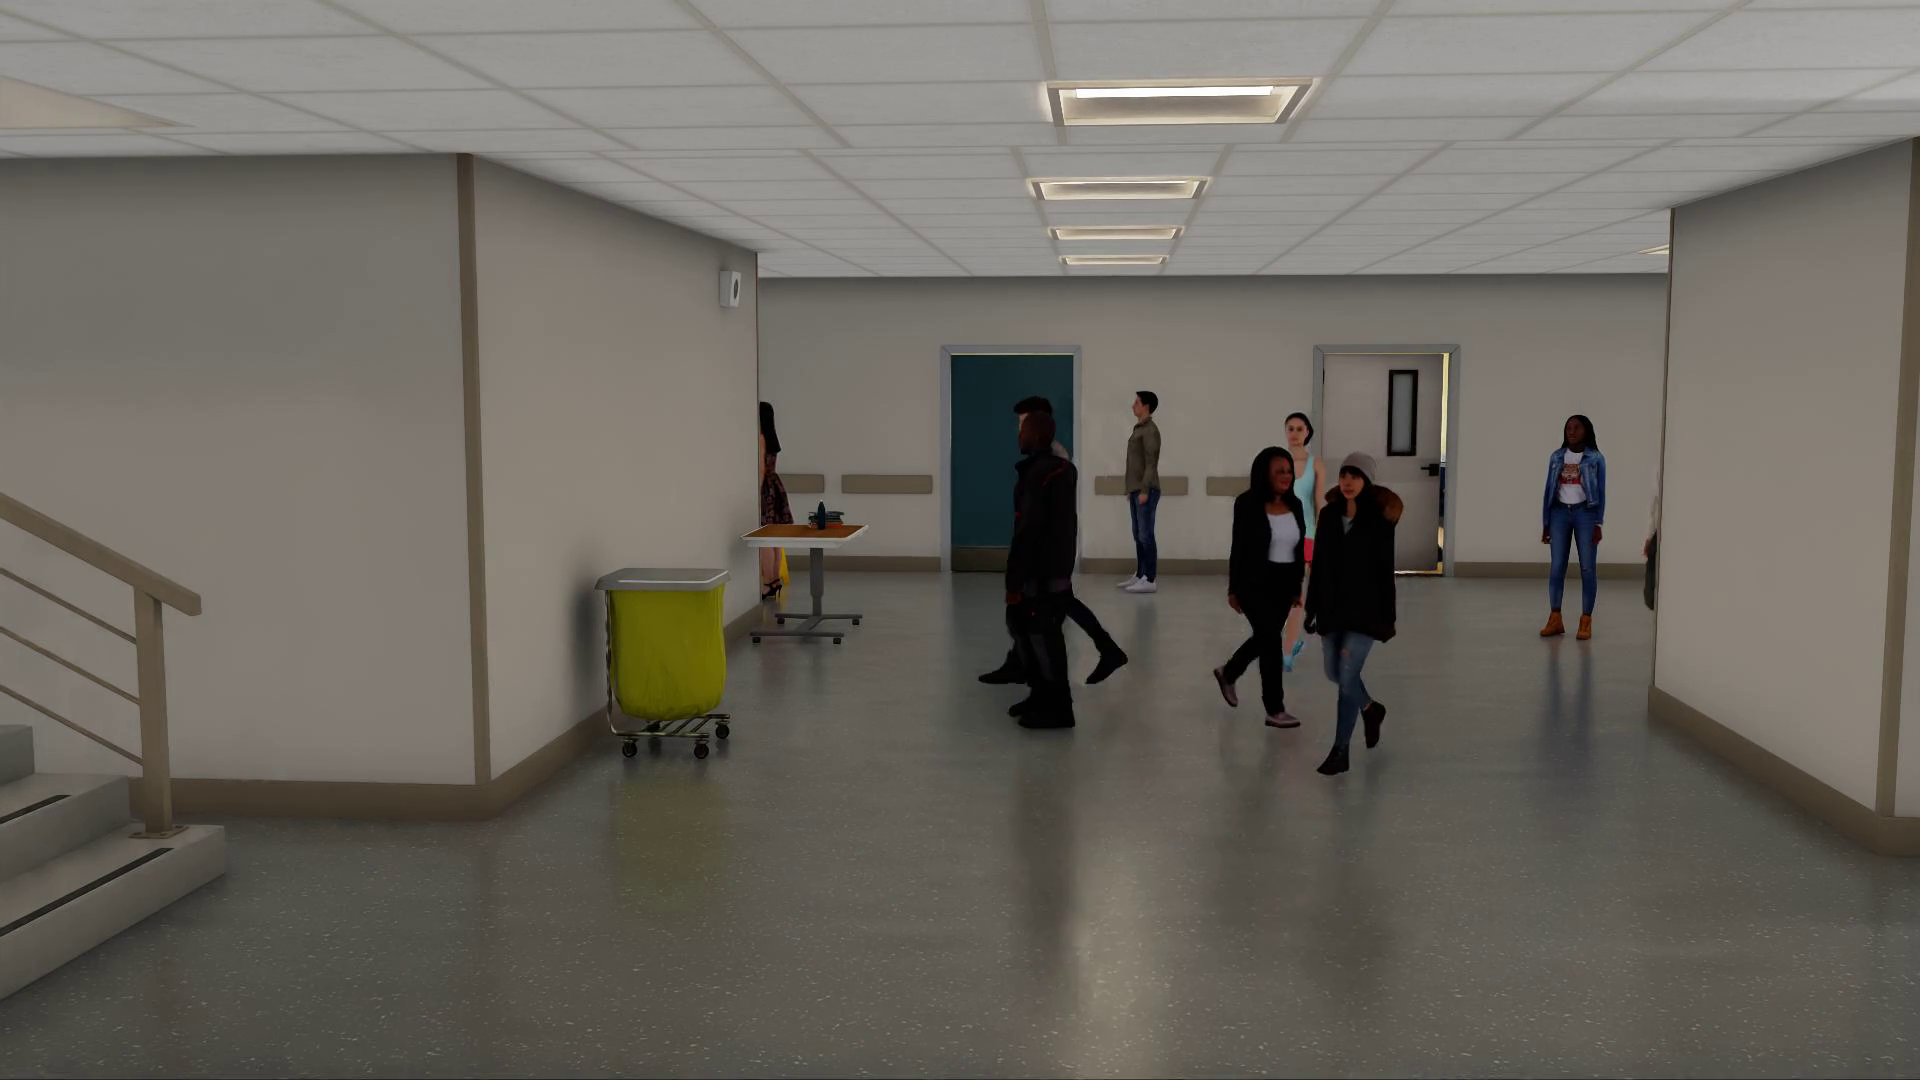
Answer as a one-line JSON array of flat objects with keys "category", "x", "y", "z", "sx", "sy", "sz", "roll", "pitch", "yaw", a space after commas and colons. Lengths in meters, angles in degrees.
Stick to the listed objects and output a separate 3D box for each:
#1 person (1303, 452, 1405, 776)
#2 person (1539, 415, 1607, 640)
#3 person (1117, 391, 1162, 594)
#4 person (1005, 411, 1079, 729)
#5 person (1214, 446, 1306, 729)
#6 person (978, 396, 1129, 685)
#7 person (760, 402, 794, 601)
[{"category": "person", "x": 2.031, "y": 0.366, "z": 8.561, "sx": 1.033, "sy": 1.614, "sz": 1.043, "roll": 5, "pitch": 8, "yaw": 42}, {"category": "person", "x": 4.727, "y": -0.110, "z": 12.796, "sx": 0.633, "sy": 1.713, "sz": 0.743, "roll": 4, "pitch": 7, "yaw": 38}, {"category": "person", "x": 1.712, "y": -0.451, "z": 15.427, "sx": 0.679, "sy": 1.865, "sz": 0.756, "roll": -1, "pitch": 6, "yaw": -9}, {"category": "person", "x": 0.575, "y": 0.177, "z": 9.452, "sx": 0.751, "sy": 1.810, "sz": 0.778, "roll": 2, "pitch": 6, "yaw": 17}, {"category": "person", "x": 1.706, "y": 0.272, "z": 9.606, "sx": 1.087, "sy": 1.590, "sz": 1.082, "roll": -4, "pitch": 7, "yaw": -33}, {"category": "person", "x": 0.669, "y": 0.043, "z": 10.602, "sx": 1.184, "sy": 1.848, "sz": 0.740, "roll": 1, "pitch": 6, "yaw": 10}, {"category": "person", "x": -1.753, "y": -0.355, "z": 14.920, "sx": 0.726, "sy": 1.775, "sz": 0.715, "roll": 2, "pitch": 6, "yaw": 16}]
